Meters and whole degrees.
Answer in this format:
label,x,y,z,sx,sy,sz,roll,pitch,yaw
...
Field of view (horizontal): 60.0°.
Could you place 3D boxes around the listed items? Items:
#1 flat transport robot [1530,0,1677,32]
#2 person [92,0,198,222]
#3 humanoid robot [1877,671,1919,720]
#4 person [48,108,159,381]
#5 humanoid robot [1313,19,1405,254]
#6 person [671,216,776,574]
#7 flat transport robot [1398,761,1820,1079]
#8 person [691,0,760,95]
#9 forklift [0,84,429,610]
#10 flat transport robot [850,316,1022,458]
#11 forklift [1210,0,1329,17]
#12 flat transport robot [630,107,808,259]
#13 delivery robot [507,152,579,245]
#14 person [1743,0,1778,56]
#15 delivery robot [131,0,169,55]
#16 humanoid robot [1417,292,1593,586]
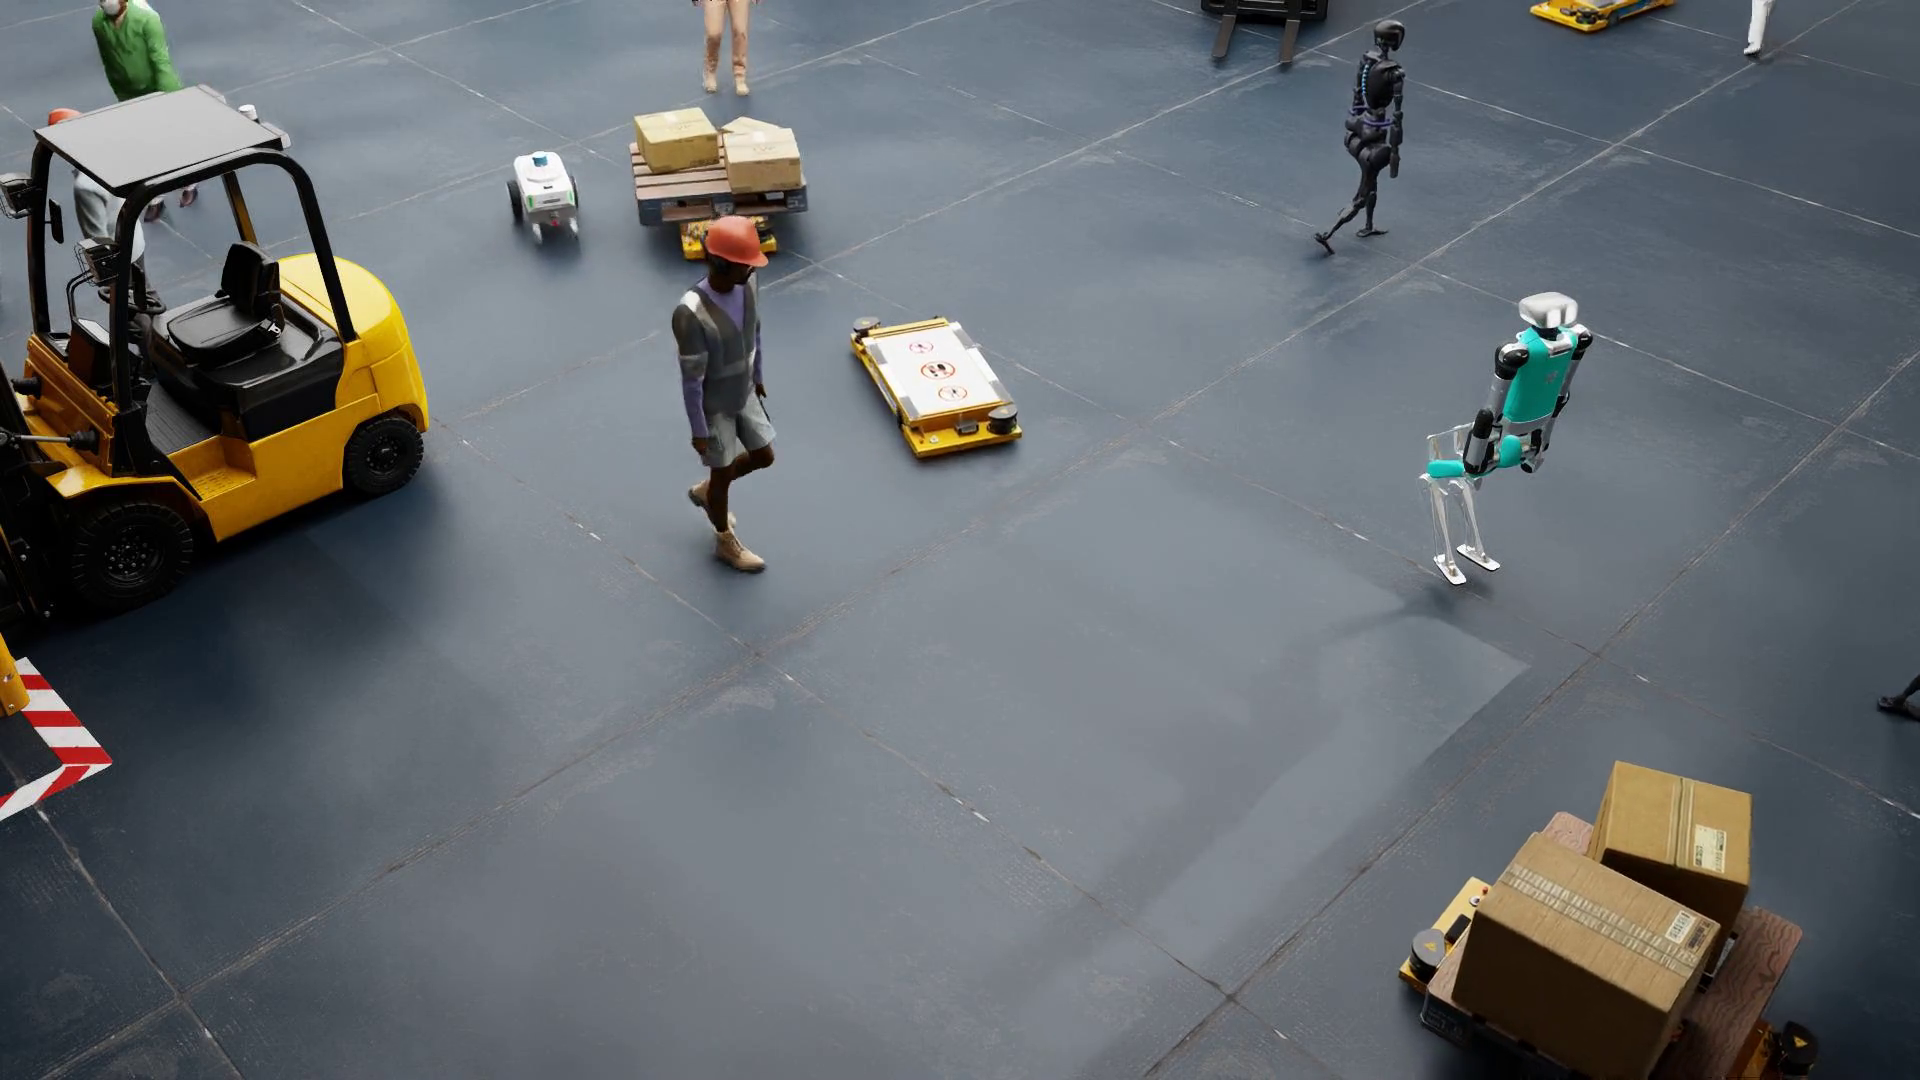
label,x,y,z,sx,sy,sz,roll,pitch,yaw
flat transport robot,6.186,-5.179,15.929,1.431,0.231,0.659,-25,43,-29
person,-5.898,-3.171,12.003,0.536,1.757,0.711,-1,37,-2
humanoid robot,4.759,0.281,7.467,0.705,1.630,0.589,18,41,23
person,-5.187,-1.801,10.180,0.351,1.738,0.572,-5,37,-6
humanoid robot,2.825,-2.823,11.627,0.722,1.642,0.592,-14,39,-17
person,-1.201,-0.744,8.537,0.563,2.015,0.650,20,41,24
flat transport robot,2.523,1.848,6.523,1.431,0.231,0.659,27,44,31
person,-1.973,-4.626,13.939,0.603,1.757,0.442,-11,38,-15
forklift,-4.145,-1.093,8.856,2.313,2.155,1.214,-31,47,-34
flat transport robot,-0.171,-1.000,10.335,0.659,0.231,1.431,-12,38,-15
forklift,3.106,-6.400,15.960,1.214,2.155,2.313,8,37,10
flat transport robot,-1.780,-2.502,12.346,0.659,0.231,1.431,-7,37,-9
delivery robot,-3.042,-2.552,12.187,0.499,0.609,0.784,-12,39,-16
person,7.271,-5.151,14.771,0.535,1.599,0.827,6,37,8
delivery robot,-7.466,-4.671,15.006,0.499,0.589,0.782,-25,43,-29
humanoid robot,2.660,-0.575,8.429,0.533,1.677,0.735,-17,40,-21
